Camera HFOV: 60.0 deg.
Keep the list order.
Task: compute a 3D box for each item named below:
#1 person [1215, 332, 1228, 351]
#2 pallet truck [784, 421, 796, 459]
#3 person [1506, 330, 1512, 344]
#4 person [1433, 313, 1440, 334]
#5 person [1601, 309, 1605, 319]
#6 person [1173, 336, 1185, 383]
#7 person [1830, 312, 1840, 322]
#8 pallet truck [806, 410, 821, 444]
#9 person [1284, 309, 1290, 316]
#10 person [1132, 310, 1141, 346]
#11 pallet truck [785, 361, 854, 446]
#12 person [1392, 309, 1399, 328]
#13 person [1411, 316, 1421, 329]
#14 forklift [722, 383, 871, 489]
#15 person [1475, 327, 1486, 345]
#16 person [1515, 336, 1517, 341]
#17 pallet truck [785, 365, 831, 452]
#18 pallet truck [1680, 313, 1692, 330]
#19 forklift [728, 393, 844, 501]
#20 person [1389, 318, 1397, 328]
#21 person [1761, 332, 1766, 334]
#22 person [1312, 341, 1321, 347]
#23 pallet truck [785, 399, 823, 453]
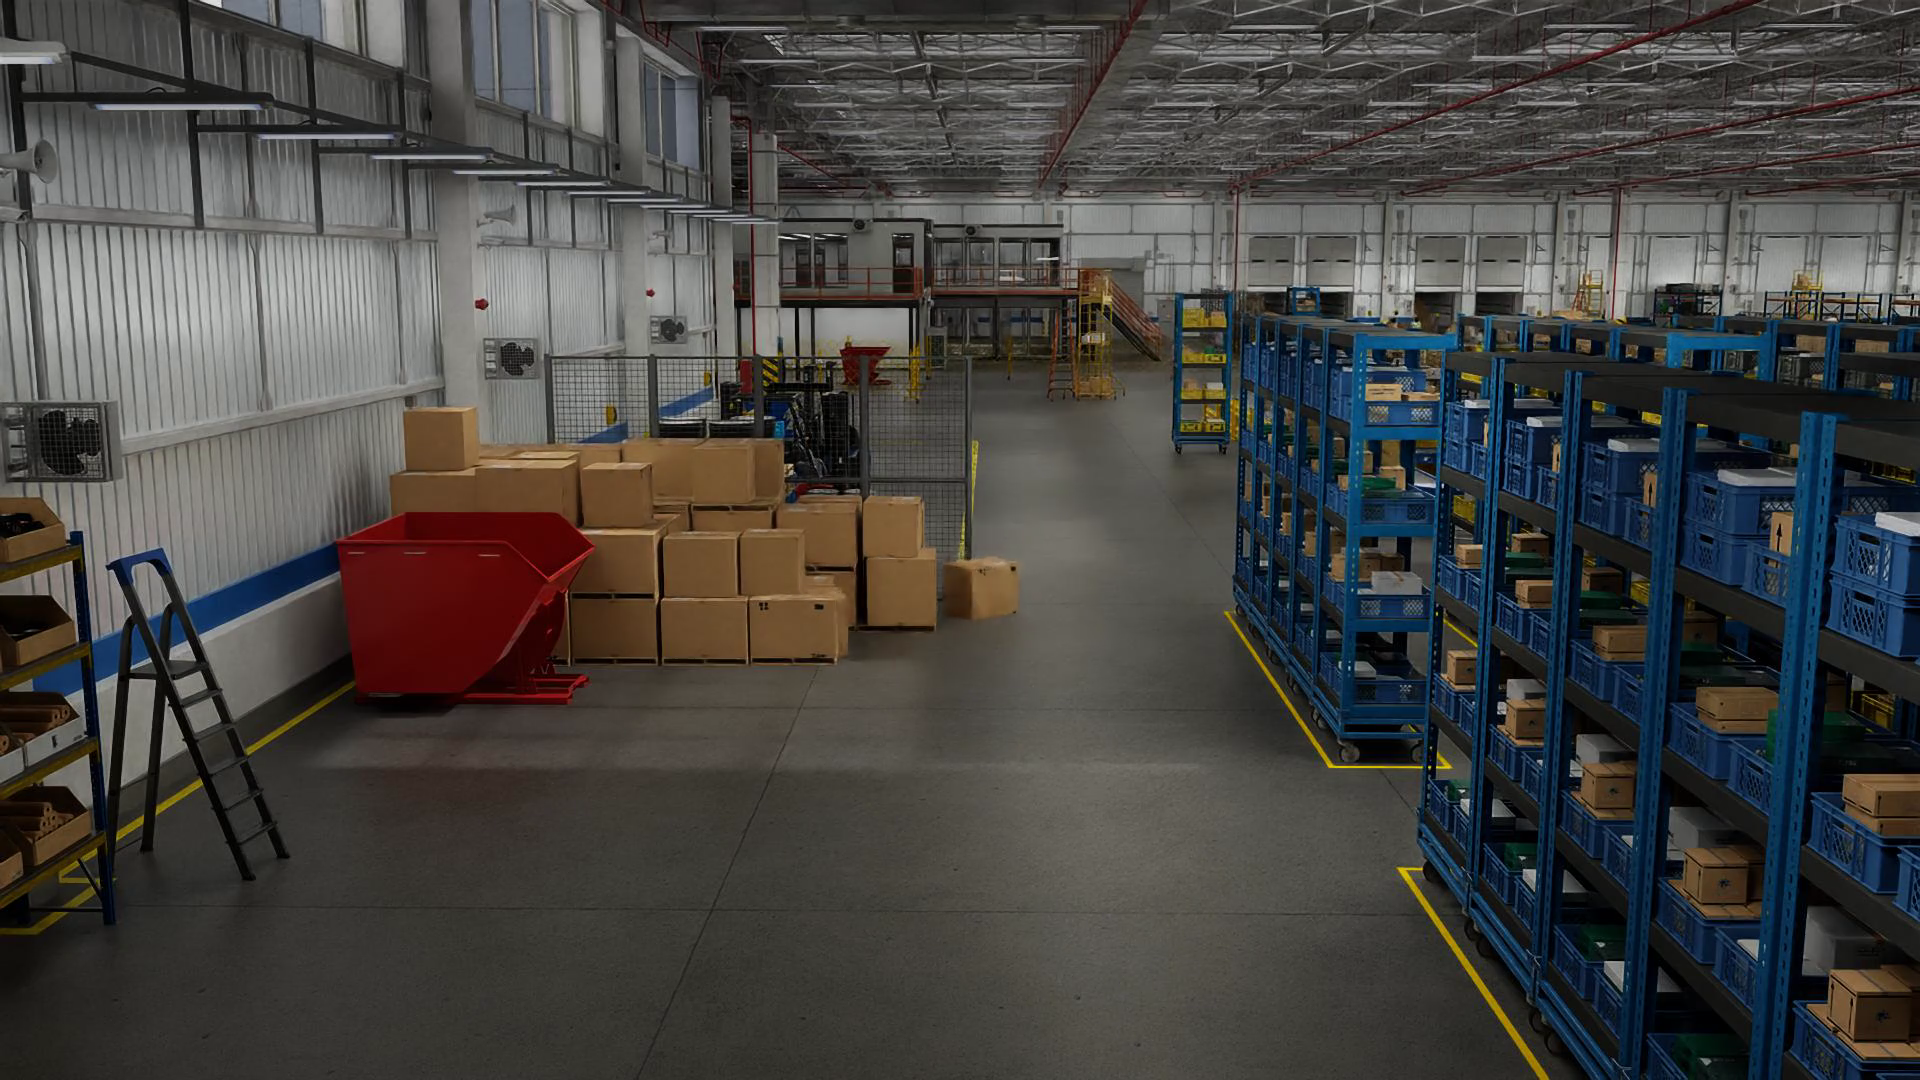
[{"bbox_3d":[11.279,-8.420,71.487,0.437,1.910,0.596,-7,11,-35],"label":"person"},{"bbox_3d":[-4.013,-1.793,32.705,1.601,1.201,0.680,0,9,1],"label":"pallet truck"},{"bbox_3d":[25.311,-9.256,76.864,0.796,1.846,0.519,2,9,11],"label":"person"},{"bbox_3d":[26.151,-11.585,91.496,0.442,1.750,0.540,0,9,-1],"label":"person"},{"bbox_3d":[36.375,-12.083,93.820,0.381,1.994,0.622,0,9,-1],"label":"person"},{"bbox_3d":[7.979,-6.545,60.453,0.566,1.730,0.569,5,10,29],"label":"person"},{"bbox_3d":[47.094,-11.303,89.434,0.671,1.856,0.580,-8,12,-42],"label":"person"},{"bbox_3d":[-3.559,-2.018,33.905,1.522,1.261,0.704,0,9,-1],"label":"pallet truck"},{"bbox_3d":[18.780,-12.394,96.027,0.954,1.894,0.563,3,10,19],"label":"person"},{"bbox_3d":[9.583,-11.447,90.039,0.601,1.949,0.384,-8,12,-41],"label":"person"},{"bbox_3d":[-3.410,-3.193,38.978,1.885,1.965,0.823,0,9,-1],"label":"pallet truck"},{"bbox_3d":[24.974,-12.231,95.071,1.008,1.874,0.604,3,10,15],"label":"person"},{"bbox_3d":[23.062,-10.356,83.772,0.639,1.796,0.942,-5,11,-29],"label":"person"},{"bbox_3d":[-2.893,-1.687,28.729,2.680,1.987,1.157,0,9,-1],"label":"forklift"},{"bbox_3d":[20.466,-7.406,64.829,0.833,2.000,0.711,2,9,13],"label":"person"},{"bbox_3d":[19.454,-6.184,57.840,0.408,1.861,0.633,-9,13,-43],"label":"person"},{"bbox_3d":[-3.774,-2.976,37.635,1.885,1.965,0.823,1,9,5],"label":"pallet truck"},{"bbox_3d":[36.315,-10.531,84.244,0.823,1.965,1.885,-6,11,-33],"label":"pallet truck"},{"bbox_3d":[-2.979,-1.316,26.476,2.680,1.987,1.157,0,9,1],"label":"forklift"},{"bbox_3d":[22.395,-10.652,85.964,0.492,1.678,0.558,-4,10,-25],"label":"person"},{"bbox_3d":[39.042,-9.789,80.306,0.732,1.805,0.490,1,9,7],"label":"person"},{"bbox_3d":[16.229,-8.937,74.688,0.906,1.901,0.666,-5,11,-30],"label":"person"},{"bbox_3d":[-3.814,-2.432,36.419,1.630,1.274,0.653,0,9,1],"label":"pallet truck"}]
